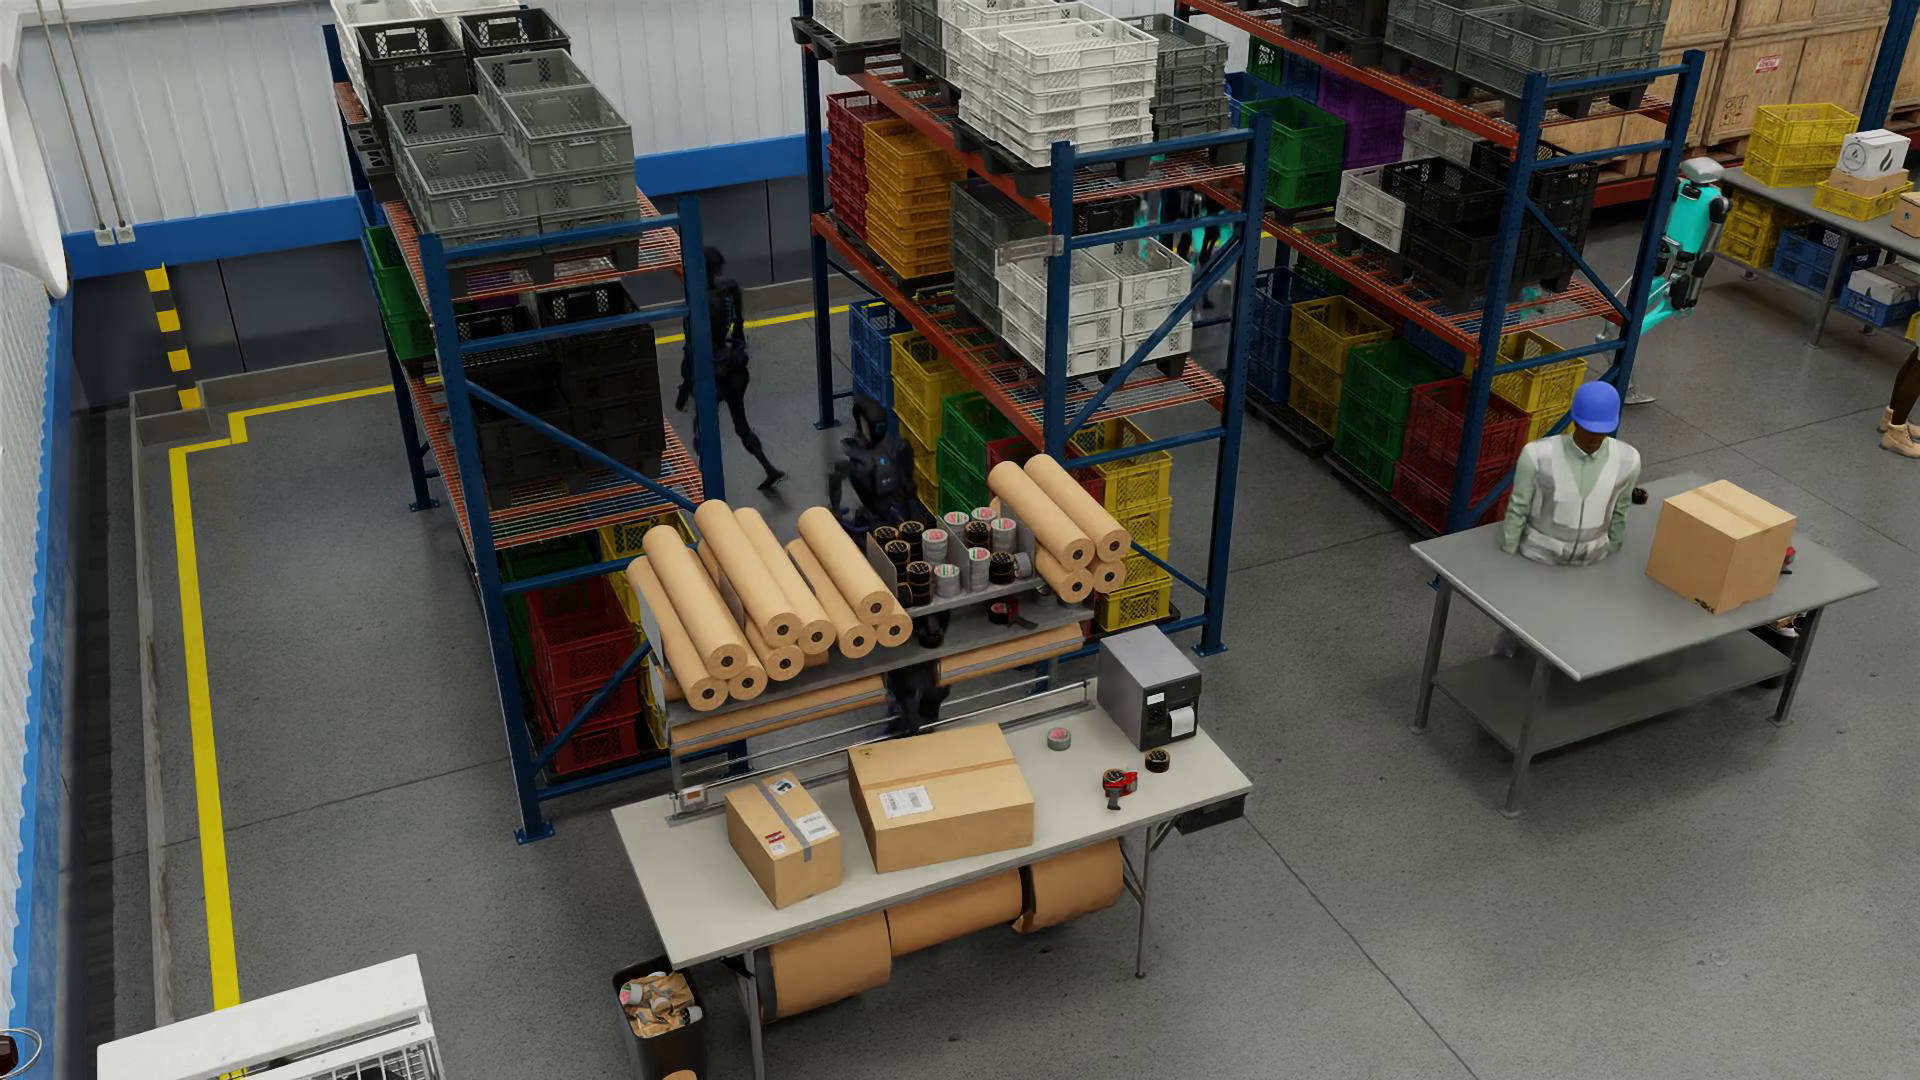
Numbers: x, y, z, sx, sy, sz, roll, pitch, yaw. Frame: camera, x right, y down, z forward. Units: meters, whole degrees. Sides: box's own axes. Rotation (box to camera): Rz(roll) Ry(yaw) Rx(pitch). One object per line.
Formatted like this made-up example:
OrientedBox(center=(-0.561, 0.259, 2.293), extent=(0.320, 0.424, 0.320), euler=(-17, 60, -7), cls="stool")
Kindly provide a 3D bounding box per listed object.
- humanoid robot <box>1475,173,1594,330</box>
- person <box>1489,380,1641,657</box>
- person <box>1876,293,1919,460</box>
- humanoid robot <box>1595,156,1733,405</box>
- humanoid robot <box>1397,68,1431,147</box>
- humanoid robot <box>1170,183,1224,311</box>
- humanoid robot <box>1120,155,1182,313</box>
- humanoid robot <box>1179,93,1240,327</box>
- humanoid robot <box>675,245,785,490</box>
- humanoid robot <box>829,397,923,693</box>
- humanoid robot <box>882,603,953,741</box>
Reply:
OrientedBox(center=(3.767, -1.726, 11.454), extent=(0.549, 1.864, 0.862), euler=(-12, 34, -18), cls="humanoid robot")
OrientedBox(center=(2.972, 0.083, 8.234), extent=(0.603, 1.947, 0.403), euler=(0, 32, 1), cls="person")
OrientedBox(center=(6.404, -1.514, 10.739), extent=(0.387, 2.040, 0.613), euler=(14, 34, 22), cls="person")
OrientedBox(center=(4.671, -1.729, 11.279), extent=(0.738, 1.694, 0.530), euler=(-10, 33, -16), cls="humanoid robot")
OrientedBox(center=(3.662, -3.189, 13.798), extent=(0.602, 1.637, 0.387), euler=(27, 41, 36), cls="humanoid robot")
OrientedBox(center=(1.875, -2.560, 12.783), extent=(0.361, 1.654, 0.608), euler=(-10, 33, -16), cls="humanoid robot")
OrientedBox(center=(1.510, -2.435, 12.558), extent=(0.566, 1.803, 0.837), euler=(-4, 32, -7), cls="humanoid robot")
OrientedBox(center=(1.914, -2.368, 12.453), extent=(0.548, 1.827, 0.677), euler=(2, 32, 3), cls="humanoid robot")
OrientedBox(center=(-1.477, -1.048, 10.356), extent=(0.722, 1.634, 0.596), euler=(19, 36, 28), cls="humanoid robot")
OrientedBox(center=(-0.481, -0.014, 8.689), extent=(0.588, 1.650, 0.712), euler=(-24, 39, -34), cls="humanoid robot")
OrientedBox(center=(-0.251, 0.911, 7.168), extent=(0.655, 1.644, 0.612), euler=(3, 32, 5), cls="humanoid robot")
